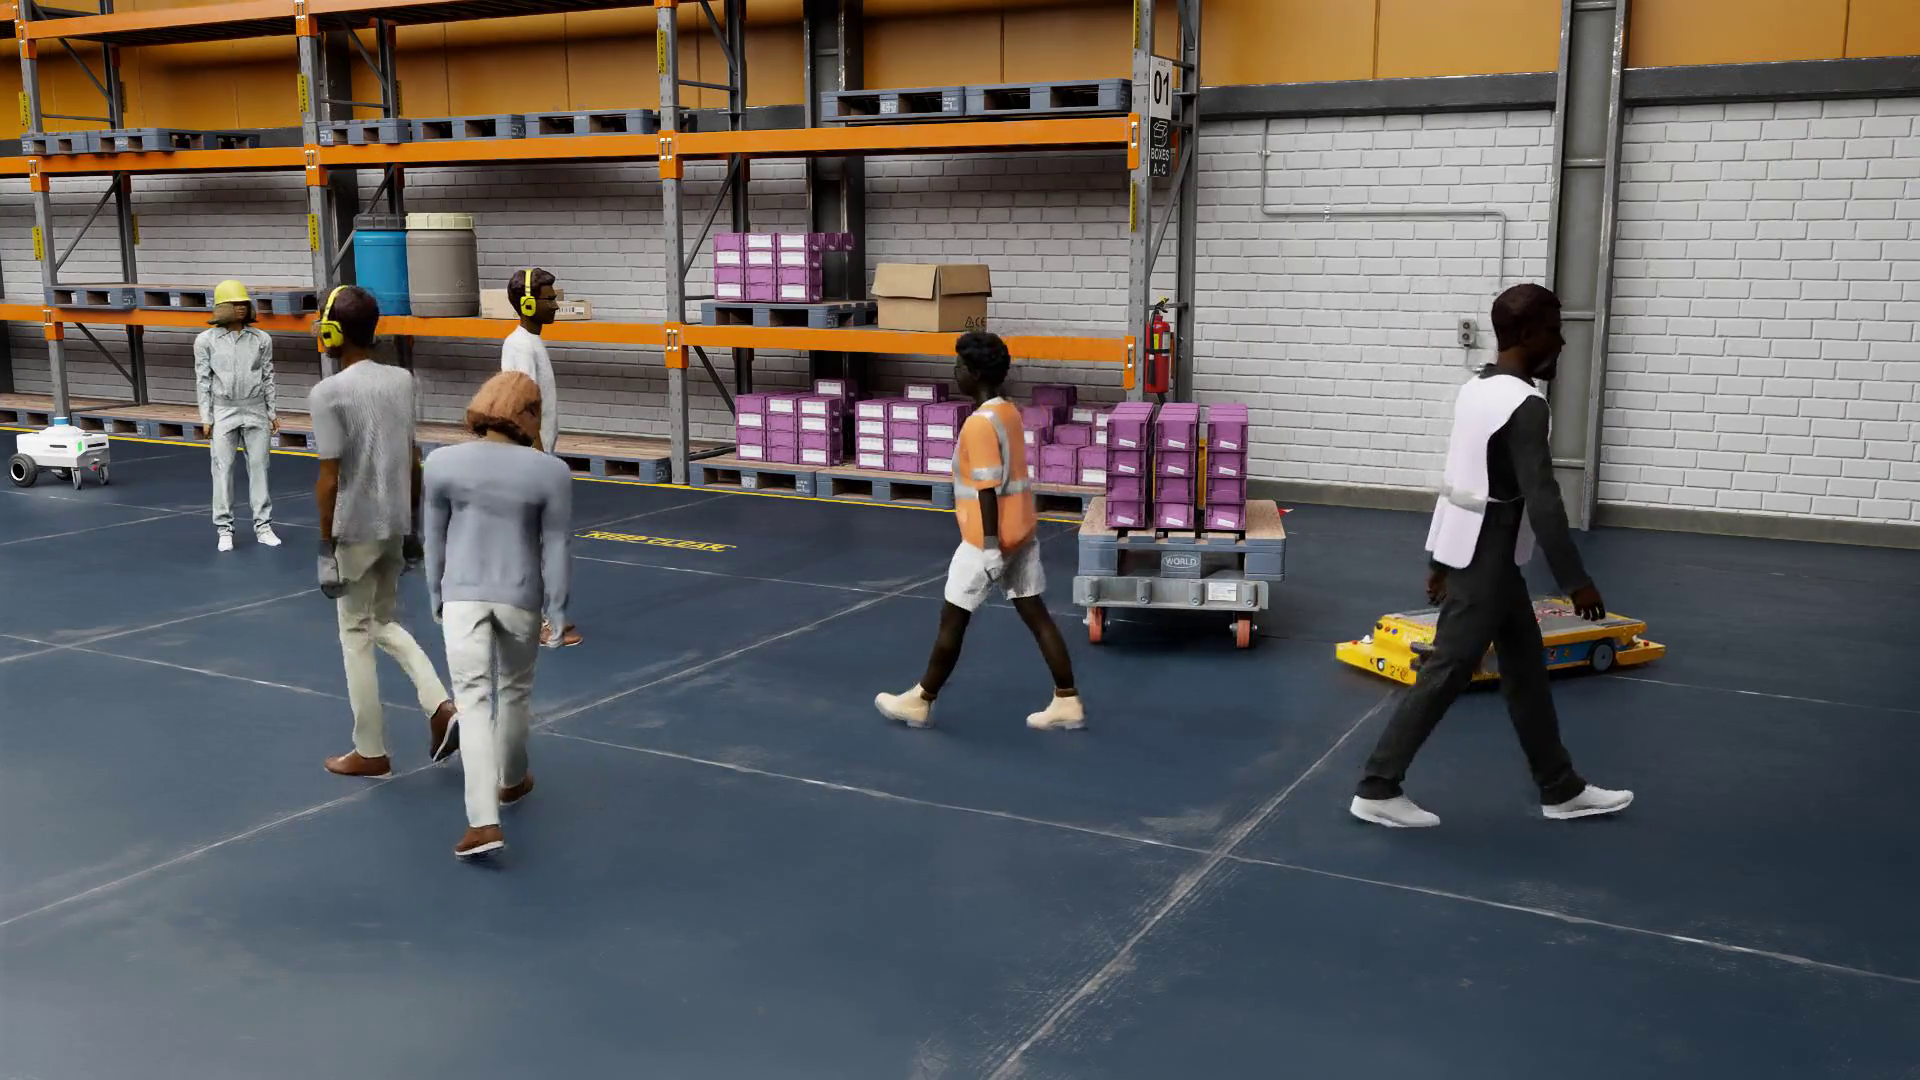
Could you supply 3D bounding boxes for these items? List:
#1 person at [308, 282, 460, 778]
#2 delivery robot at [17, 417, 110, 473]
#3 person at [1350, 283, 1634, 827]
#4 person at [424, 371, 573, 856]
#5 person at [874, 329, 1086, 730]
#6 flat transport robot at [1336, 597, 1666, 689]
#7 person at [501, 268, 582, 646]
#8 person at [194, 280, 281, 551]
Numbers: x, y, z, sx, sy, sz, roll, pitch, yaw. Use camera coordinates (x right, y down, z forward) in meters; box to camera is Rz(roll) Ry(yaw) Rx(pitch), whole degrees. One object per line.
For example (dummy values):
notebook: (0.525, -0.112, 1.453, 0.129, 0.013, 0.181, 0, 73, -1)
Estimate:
person: (-2.156, -0.010, 6.129, 0.507, 1.857, 0.538, 5, 11, 24)
delivery robot: (-7.302, -0.758, 13.547, 0.707, 0.478, 0.477, 4, 11, 18)
person: (1.815, 0.079, 5.624, 0.990, 1.872, 0.598, 1, 10, 6)
person: (-1.543, 0.226, 5.609, 0.498, 1.577, 0.844, -3, 11, -17)
person: (0.112, -0.027, 6.780, 0.890, 1.643, 0.547, 4, 11, 19)
flat transport robot: (2.557, 0.471, 7.847, 1.431, 0.197, 0.652, -5, 11, -25)
person: (-2.096, -0.403, 8.276, 0.317, 1.860, 0.531, -3, 11, -18)
person: (-4.675, -0.806, 10.800, 0.493, 1.745, 0.290, -8, 13, -38)
